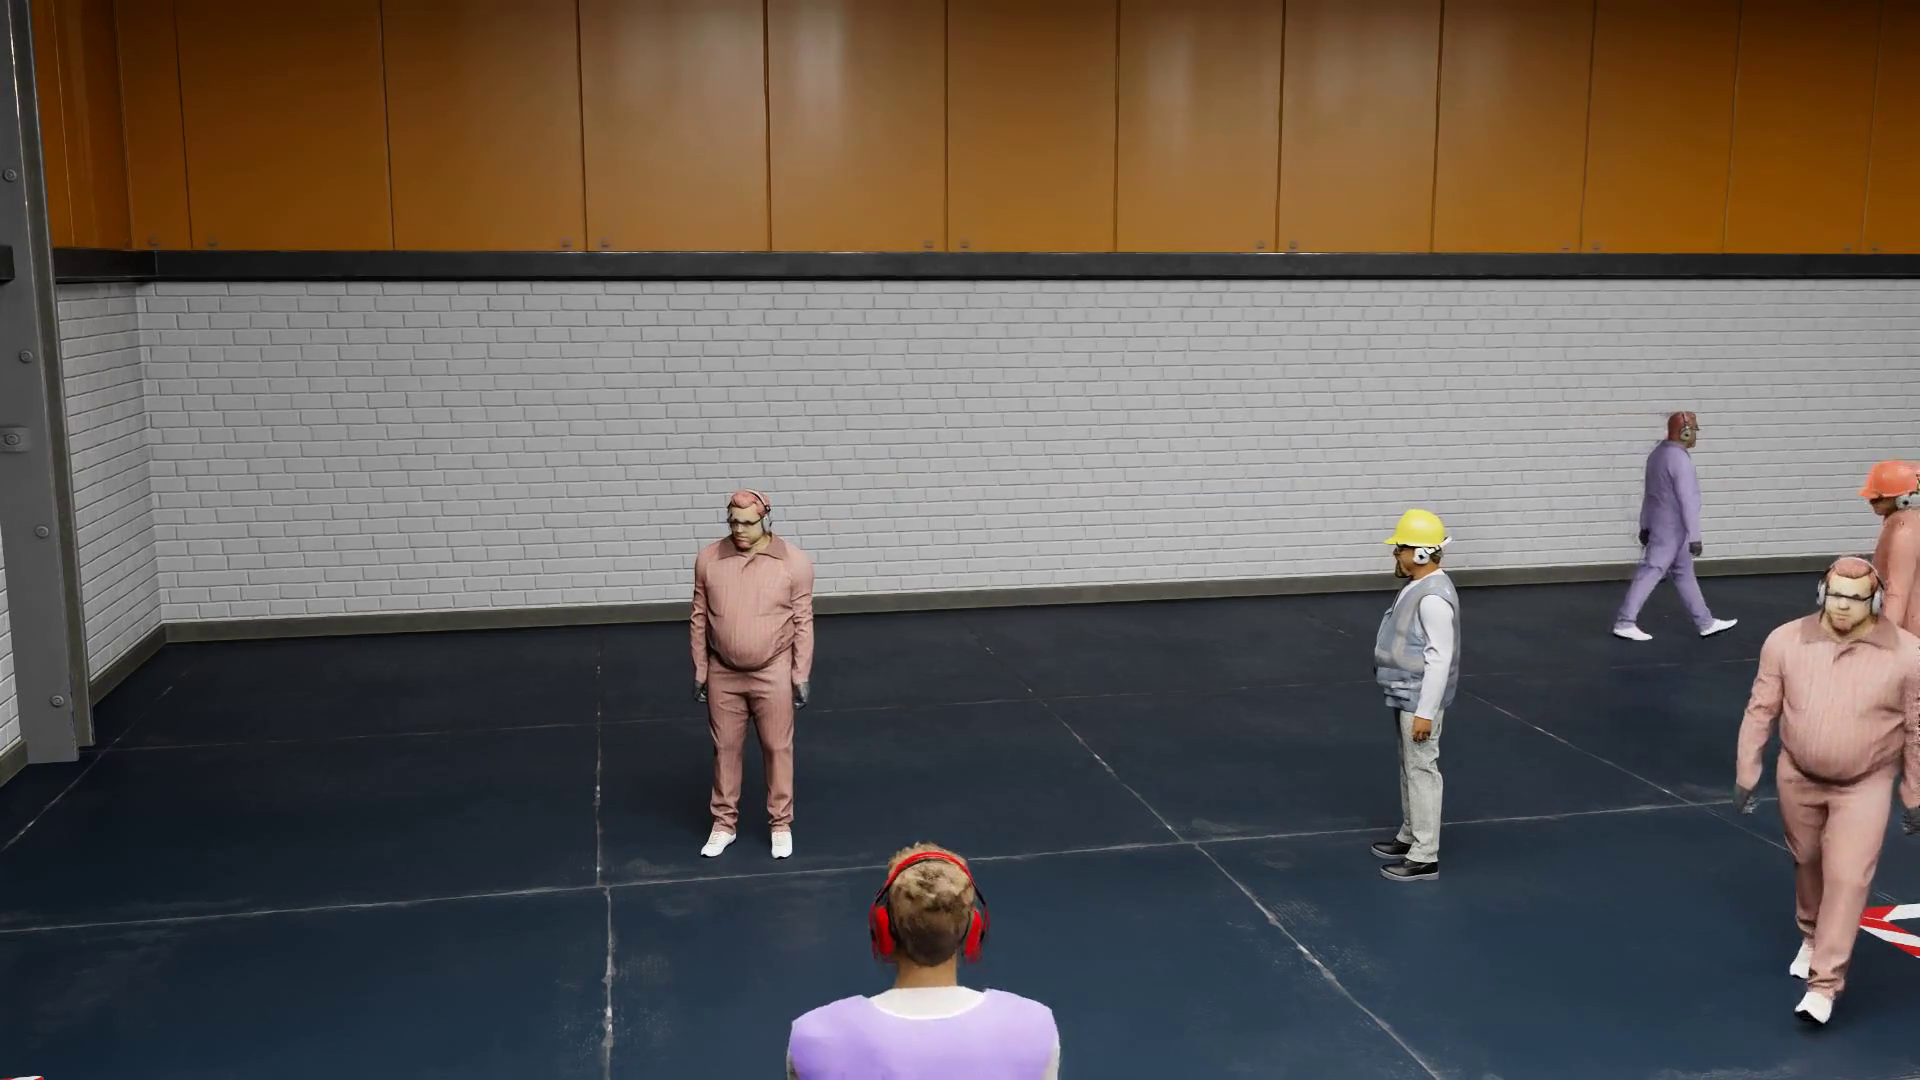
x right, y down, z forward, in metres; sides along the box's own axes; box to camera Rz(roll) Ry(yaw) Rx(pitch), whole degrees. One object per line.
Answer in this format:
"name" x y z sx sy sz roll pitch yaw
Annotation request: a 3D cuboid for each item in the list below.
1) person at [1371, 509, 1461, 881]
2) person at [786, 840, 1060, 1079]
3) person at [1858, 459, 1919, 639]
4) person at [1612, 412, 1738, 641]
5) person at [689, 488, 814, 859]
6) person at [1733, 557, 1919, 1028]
"person" 2.240 0.757 8.197 0.404 1.830 0.603 1 9 7
"person" -0.077 1.536 3.461 0.589 1.827 0.450 -2 10 -12
"person" 5.446 0.497 9.509 0.973 1.941 0.658 5 11 29
"person" 5.758 -0.095 13.308 1.013 1.852 0.667 1 9 7
"person" -1.065 0.681 8.456 0.639 1.901 0.406 1 9 5
"person" 3.499 0.987 6.727 0.681 1.850 0.994 8 12 41
